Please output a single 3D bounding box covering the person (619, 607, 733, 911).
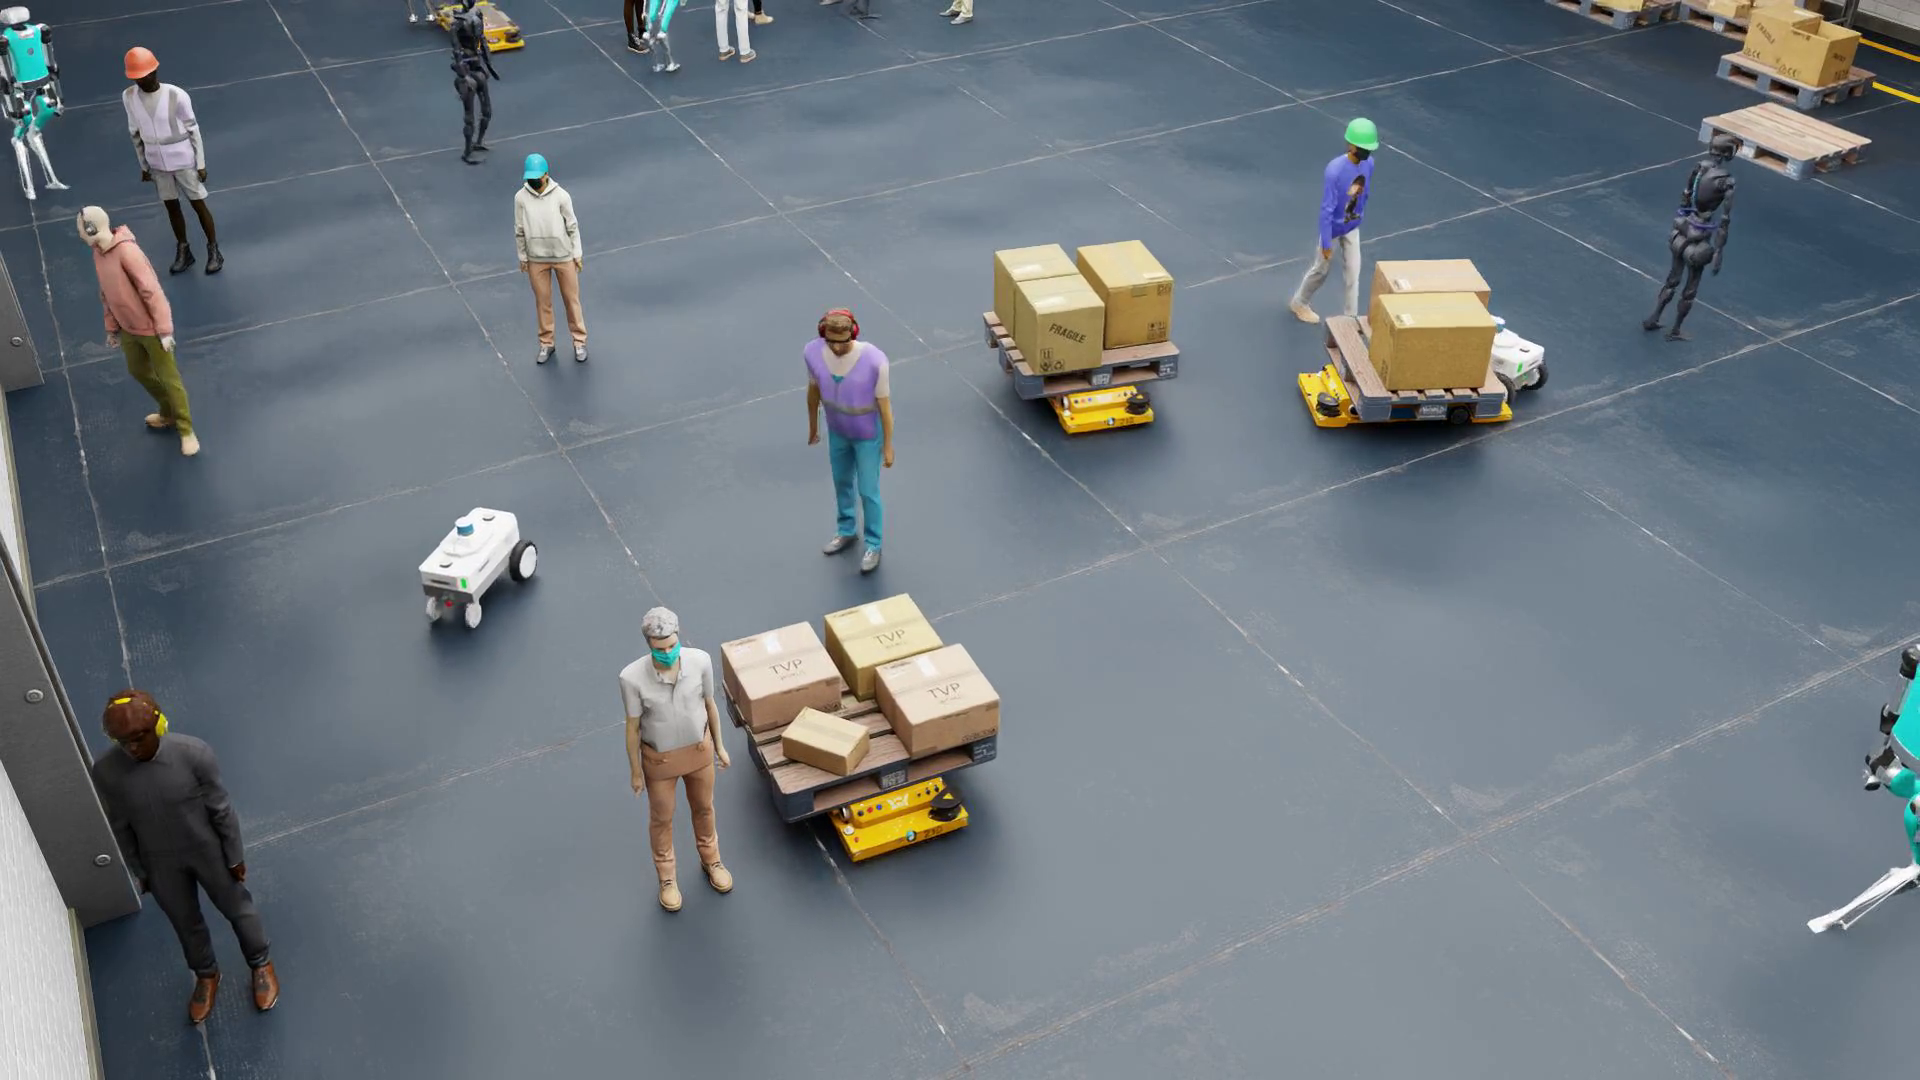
[{"bbox_3d":[-1.352,1.032,7.953,0.491,1.746,0.314,-16,38,-22],"label":"person"}]

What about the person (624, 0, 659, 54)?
[{"bbox_3d":[-3.594,-6.423,18.415,0.376,1.958,0.600,12,37,17],"label":"person"}]

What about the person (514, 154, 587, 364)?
[{"bbox_3d":[-3.073,-2.104,12.492,0.476,1.674,0.379,-2,35,-3],"label":"person"}]

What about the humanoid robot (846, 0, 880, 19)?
[{"bbox_3d":[-1.170,-6.941,19.396,0.366,1.644,0.615,-13,37,-17],"label":"humanoid robot"}]

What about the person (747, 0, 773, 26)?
[{"bbox_3d":[-2.417,-6.814,19.205,0.534,1.695,0.319,27,43,33],"label":"person"}]

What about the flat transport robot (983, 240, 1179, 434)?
[{"bbox_3d":[0.894,-1.265,12.523,0.659,0.231,1.431,-9,36,-13],"label":"flat transport robot"}]

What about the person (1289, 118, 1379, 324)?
[{"bbox_3d":[2.912,-2.418,12.812,0.464,1.831,0.858,-14,37,-20],"label":"person"}]

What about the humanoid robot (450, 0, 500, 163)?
[{"bbox_3d":[-4.674,-4.469,15.885,0.359,1.660,0.622,9,36,12],"label":"humanoid robot"}]

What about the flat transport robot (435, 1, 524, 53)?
[{"bbox_3d":[-5.552,-5.919,19.167,0.659,0.231,1.431,-17,39,-23],"label":"flat transport robot"}]

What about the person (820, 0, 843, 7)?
[{"bbox_3d":[-1.594,-7.387,19.813,0.441,1.936,0.575,-8,36,-11],"label":"person"}]

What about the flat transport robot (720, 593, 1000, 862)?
[{"bbox_3d":[-0.547,1.138,9.090,0.659,0.231,1.431,-15,38,-20],"label":"flat transport robot"}]

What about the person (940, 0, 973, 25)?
[{"bbox_3d":[0.004,-6.933,19.236,0.385,1.849,0.568,-13,37,-17],"label":"person"}]

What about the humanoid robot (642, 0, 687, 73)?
[{"bbox_3d":[-3.214,-5.850,17.744,0.530,1.745,0.692,12,37,17],"label":"humanoid robot"}]

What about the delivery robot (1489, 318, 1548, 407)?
[{"bbox_3d":[3.978,-1.359,12.420,0.499,0.610,0.814,-27,43,-33],"label":"delivery robot"}]

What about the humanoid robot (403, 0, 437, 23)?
[{"bbox_3d":[-6.293,-6.714,18.906,0.533,1.677,0.735,-1,35,-2],"label":"humanoid robot"}]

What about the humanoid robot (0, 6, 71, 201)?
[{"bbox_3d":[-8.517,-3.993,15.131,0.786,1.759,0.566,20,40,26],"label":"humanoid robot"}]

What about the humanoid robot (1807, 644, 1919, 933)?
[{"bbox_3d":[4.686,1.145,7.868,1.065,1.789,0.532,-8,36,-11],"label":"humanoid robot"}]

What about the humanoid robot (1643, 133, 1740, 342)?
[{"bbox_3d":[5.671,-2.341,12.834,0.339,1.667,0.599,-6,35,-9],"label":"humanoid robot"}]

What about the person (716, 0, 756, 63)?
[{"bbox_3d":[-2.499,-6.162,18.113,0.574,1.880,0.353,12,37,17],"label":"person"}]

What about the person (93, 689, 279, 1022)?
[{"bbox_3d":[-3.413,1.385,7.349,0.495,1.867,0.346,-8,36,-11],"label":"person"}]

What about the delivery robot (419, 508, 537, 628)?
[{"bbox_3d":[-3.008,0.126,10.302,0.499,0.613,0.807,9,36,13],"label":"delivery robot"}]

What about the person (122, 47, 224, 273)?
[{"bbox_3d":[-6.509,-3.112,13.708,0.550,1.932,0.376,0,35,0],"label":"person"}]

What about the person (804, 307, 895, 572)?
[{"bbox_3d":[-0.676,-0.658,10.308,0.638,1.824,0.465,16,38,21],"label":"person"}]

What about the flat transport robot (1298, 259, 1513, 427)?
[{"bbox_3d":[3.278,-1.093,12.276,1.431,0.231,0.659,-2,35,-3],"label":"flat transport robot"}]

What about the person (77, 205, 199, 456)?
[{"bbox_3d":[-5.631,-1.459,11.480,0.647,1.794,0.342,18,39,24],"label":"person"}]
